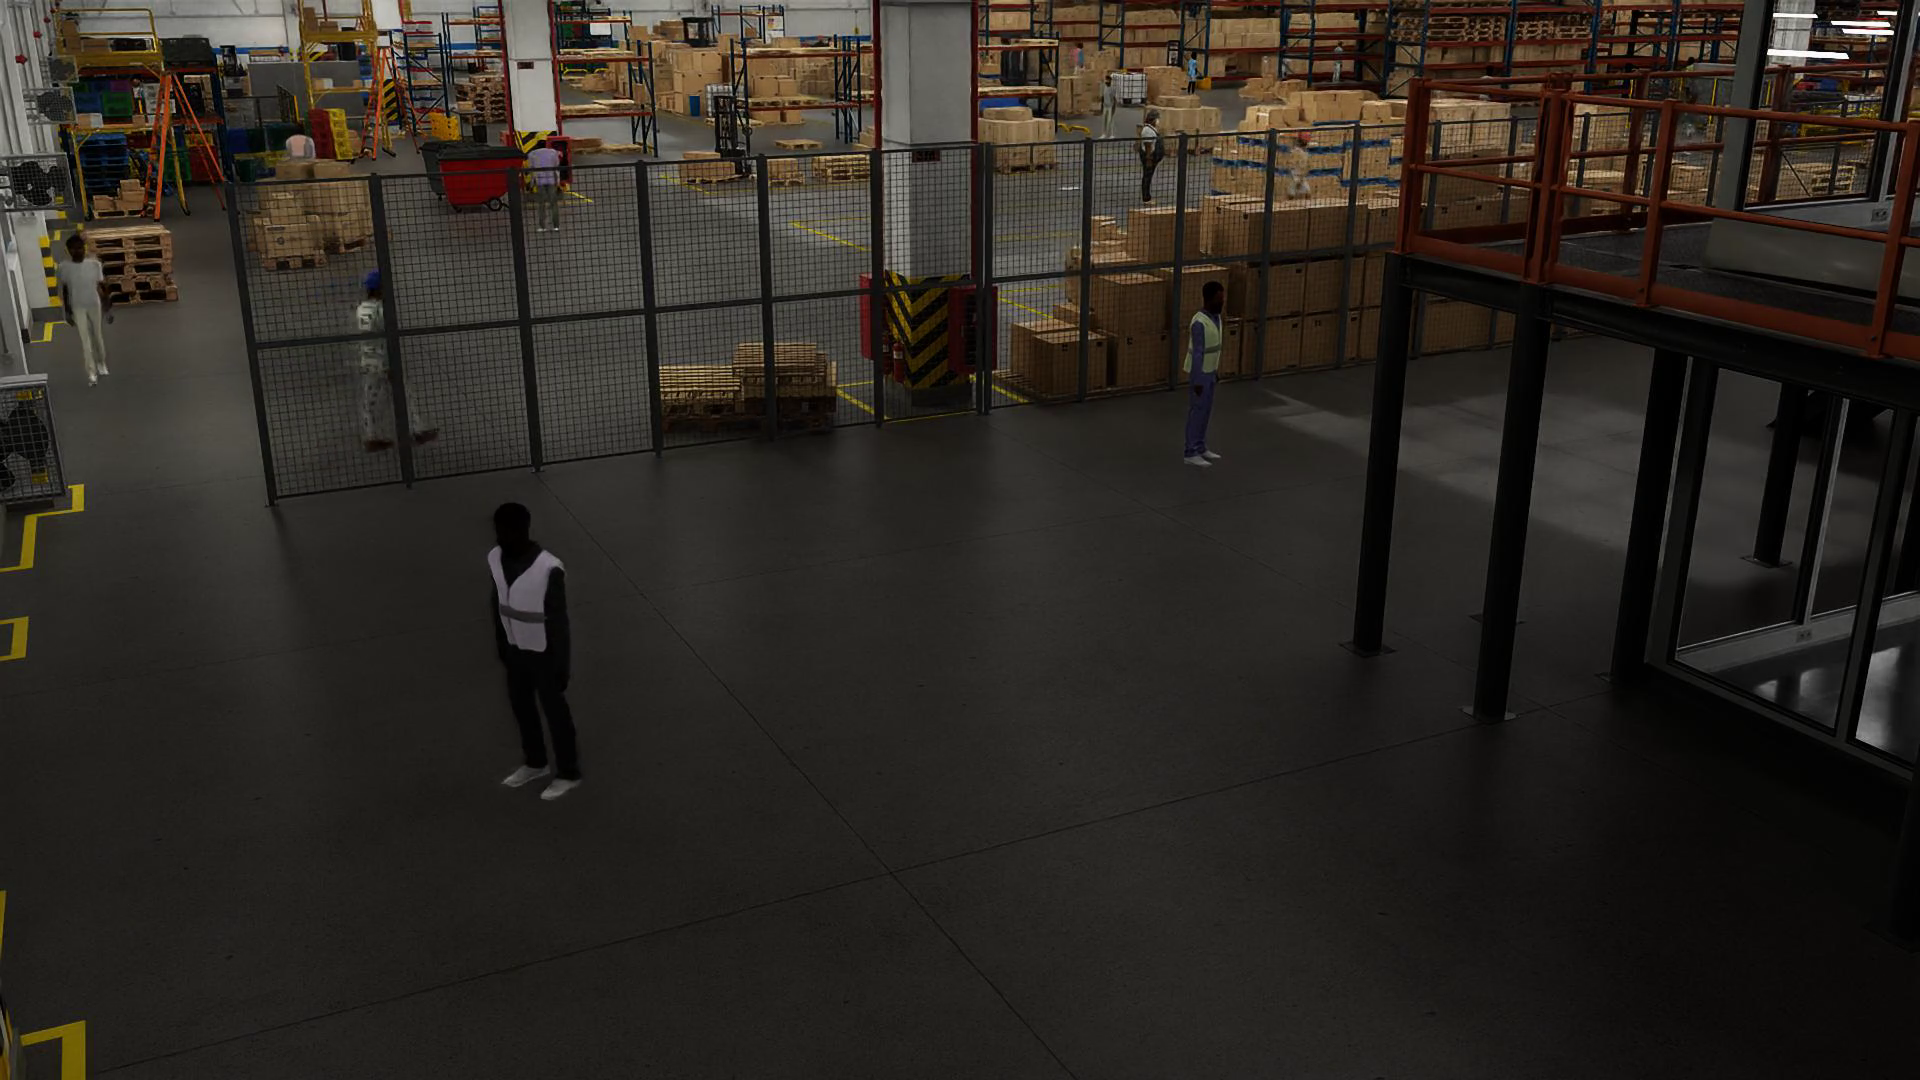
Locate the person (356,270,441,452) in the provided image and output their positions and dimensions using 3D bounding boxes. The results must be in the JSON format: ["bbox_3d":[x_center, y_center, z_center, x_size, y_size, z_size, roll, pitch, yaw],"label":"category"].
[{"bbox_3d":[-6.020,-1.920,17.684,0.639,1.914,0.882,16,25,38],"label":"person"}]

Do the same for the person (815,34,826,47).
[{"bbox_3d":[-6.383,-22.223,76.452,0.621,1.974,0.427,-14,23,-35],"label":"person"}]

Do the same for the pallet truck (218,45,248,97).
[{"bbox_3d":[-28.879,-18.665,66.111,0.823,1.965,1.885,-3,19,-9],"label":"pallet truck"}]

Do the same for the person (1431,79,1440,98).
[{"bbox_3d":[14.716,-13.583,51.970,0.845,1.589,0.543,15,24,37],"label":"person"}]

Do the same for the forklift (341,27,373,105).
[{"bbox_3d":[-22.275,-17.346,60.954,1.873,2.768,1.129,-9,21,-25],"label":"forklift"}]

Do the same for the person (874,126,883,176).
[{"bbox_3d":[-1.608,-8.599,37.168,0.576,1.849,0.923,4,19,11],"label":"person"}]

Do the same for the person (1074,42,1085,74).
[{"bbox_3d":[5.280,-20.534,71.791,0.756,1.819,0.654,-8,20,-21],"label":"person"}]

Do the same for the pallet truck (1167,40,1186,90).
[{"bbox_3d":[9.045,-19.971,69.895,0.823,1.965,1.885,-3,19,-8],"label":"pallet truck"}]

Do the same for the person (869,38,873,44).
[{"bbox_3d":[-3.764,-21.239,73.719,0.831,1.913,0.554,17,26,41],"label":"person"}]

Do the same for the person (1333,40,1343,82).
[{"bbox_3d":[16.238,-20.445,71.358,0.372,1.940,0.632,-4,19,-12],"label":"person"}]

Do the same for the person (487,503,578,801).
[{"bbox_3d":[-2.601,0.667,10.214,0.661,1.908,0.398,12,22,31],"label":"person"}]

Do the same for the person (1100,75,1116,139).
[{"bbox_3d":[4.438,-12.939,49.728,0.512,1.860,0.324,14,24,35],"label":"person"}]

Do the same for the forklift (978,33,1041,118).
[{"bbox_3d":[1.643,-15.464,55.497,1.873,2.768,1.129,-9,21,-25],"label":"forklift"}]

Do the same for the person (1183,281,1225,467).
[{"bbox_3d":[2.502,-1.716,17.111,0.382,1.915,0.597,9,21,25],"label":"person"}]

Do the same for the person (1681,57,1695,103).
[{"bbox_3d":[27.611,-17.418,62.946,0.322,1.698,0.533,1,19,4],"label":"person"}]

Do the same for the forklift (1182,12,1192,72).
[{"bbox_3d":[11.169,-24.070,80.444,1.873,2.768,1.129,1,19,3],"label":"forklift"}]

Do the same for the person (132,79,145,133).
[{"bbox_3d":[-25.372,-13.402,51.411,0.520,1.633,0.314,5,20,15],"label":"person"}]

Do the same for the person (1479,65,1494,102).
[{"bbox_3d":[16.735,-14.110,52.956,0.374,1.963,0.607,-4,20,-12],"label":"person"}]

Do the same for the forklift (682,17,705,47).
[{"bbox_3d":[-11.616,-21.399,72.703,1.129,2.768,1.873,7,20,20],"label":"forklift"}]

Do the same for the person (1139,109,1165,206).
[{"bbox_3d":[4.145,-8.258,35.877,0.536,2.000,0.681,4,19,11],"label":"person"}]

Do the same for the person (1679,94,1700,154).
[{"bbox_3d":[20.063,-11.457,45.790,0.498,1.616,0.466,-8,21,-23],"label":"person"}]

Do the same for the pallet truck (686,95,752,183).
[{"bbox_3d":[-5.836,-9.608,39.856,0.823,1.965,1.885,10,22,27],"label":"pallet truck"}]

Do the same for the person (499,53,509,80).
[{"bbox_3d":[-16.696,-17.040,61.543,0.635,1.911,0.514,-12,23,-32],"label":"person"}]

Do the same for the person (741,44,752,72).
[{"bbox_3d":[-9.110,-20.210,70.754,0.632,1.910,0.925,-8,21,-22],"label":"person"}]

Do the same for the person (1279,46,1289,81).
[{"bbox_3d":[12.923,-18.824,66.674,0.377,1.930,0.545,-9,21,-24],"label":"person"}]

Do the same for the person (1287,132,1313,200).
[{"bbox_3d":[6.756,-7.127,32.839,1.006,1.880,0.571,17,25,40],"label":"person"}]

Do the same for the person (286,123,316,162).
[{"bbox_3d":[-13.827,-7.859,35.049,0.627,1.830,0.432,2,19,5],"label":"person"}]

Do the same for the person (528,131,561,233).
[{"bbox_3d":[-8.022,-6.931,32.203,0.590,1.924,0.382,-7,20,-20],"label":"person"}]

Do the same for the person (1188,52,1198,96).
[{"bbox_3d":[9.261,-18.499,66.082,0.317,1.695,0.540,-10,21,-27],"label":"person"}]

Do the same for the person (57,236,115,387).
[{"bbox_3d":[-10.798,-2.871,20.610,0.539,1.823,0.992,-10,22,-27],"label":"person"}]
